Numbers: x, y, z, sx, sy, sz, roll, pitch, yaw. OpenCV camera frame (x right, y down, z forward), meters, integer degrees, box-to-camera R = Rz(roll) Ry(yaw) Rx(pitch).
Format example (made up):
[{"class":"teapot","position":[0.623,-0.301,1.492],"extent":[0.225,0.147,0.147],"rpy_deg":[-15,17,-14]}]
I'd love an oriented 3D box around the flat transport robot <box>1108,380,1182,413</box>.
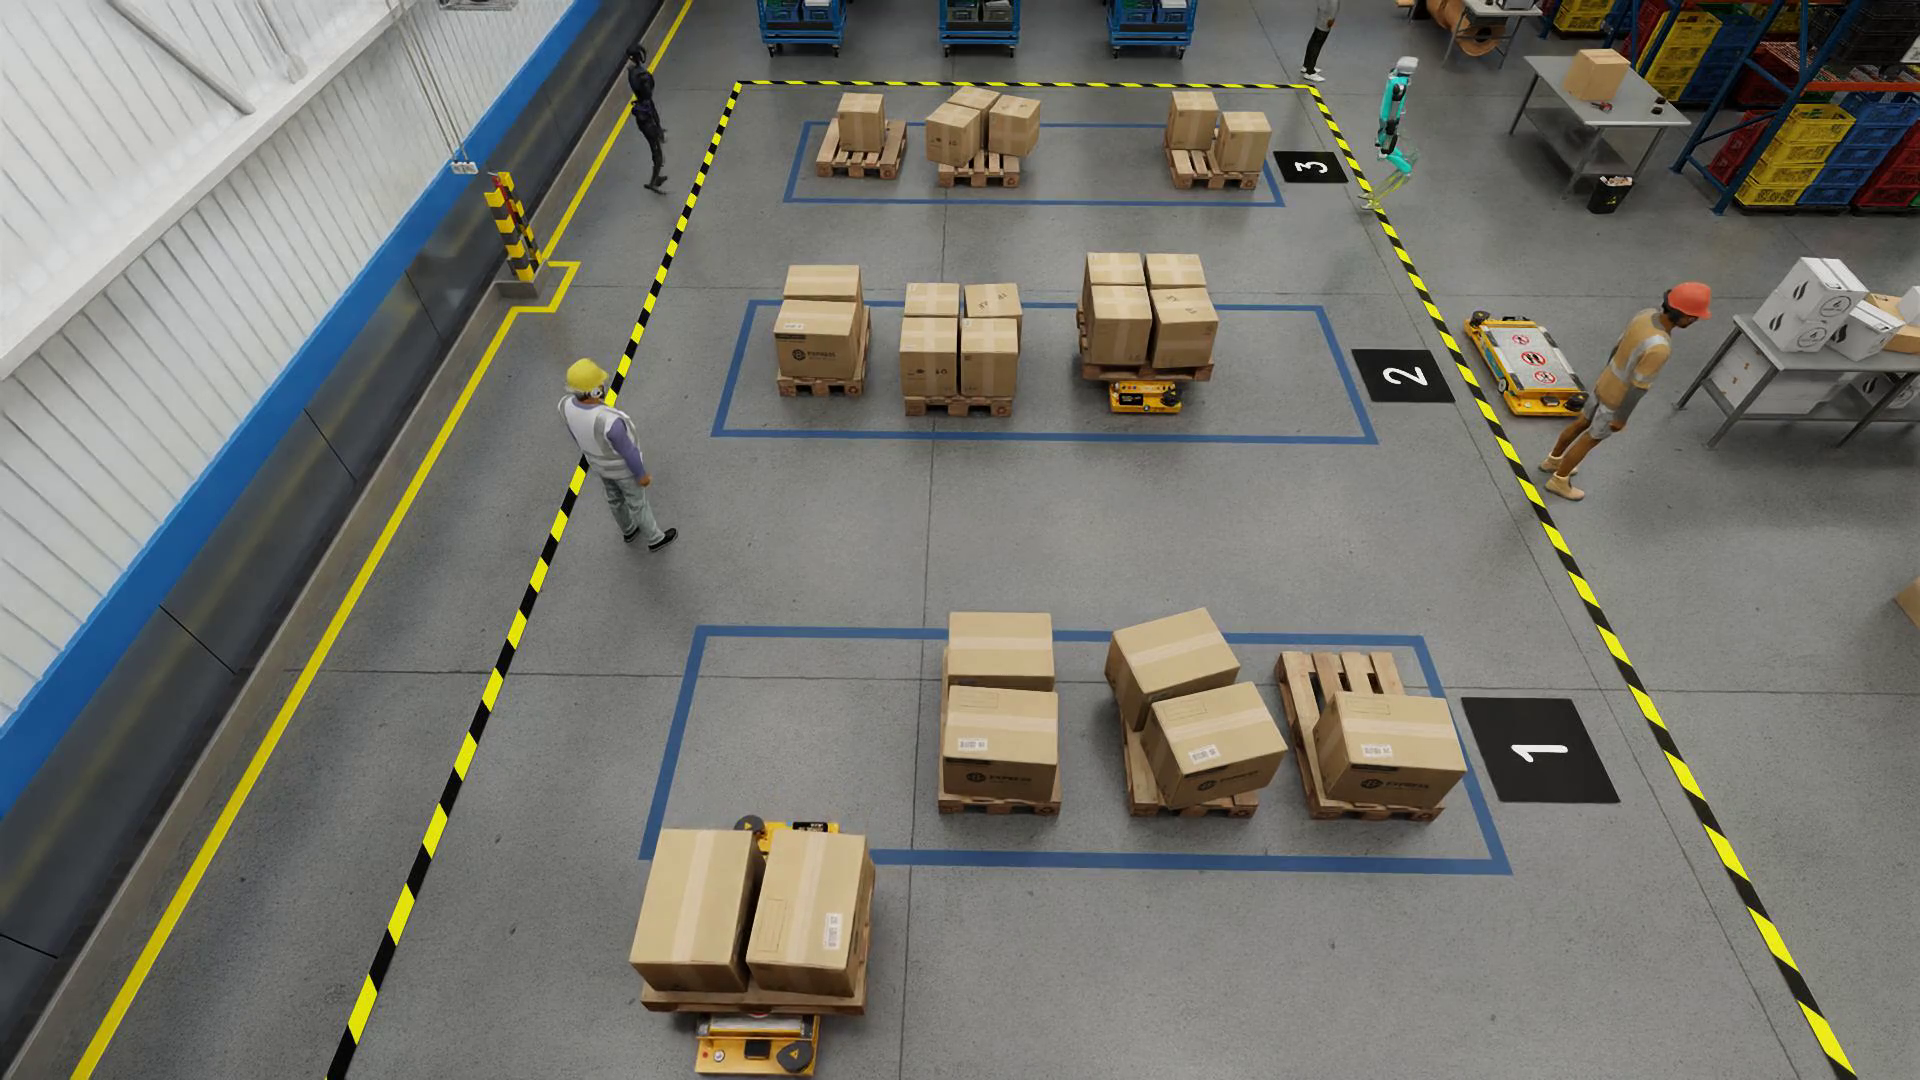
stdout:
[{"class":"flat transport robot","position":[1.773,-1.807,9.079],"extent":[0.652,0.197,1.431],"rpy_deg":[1,49,1]}]

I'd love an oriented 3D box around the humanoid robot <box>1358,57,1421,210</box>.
[{"class":"humanoid robot","position":[5.037,-4.591,10.450],"extent":[0.735,1.672,0.533],"rpy_deg":[9,50,8]}]

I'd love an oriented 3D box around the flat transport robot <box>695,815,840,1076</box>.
[{"class":"flat transport robot","position":[-1.122,2.364,5.469],"extent":[0.652,0.197,1.431],"rpy_deg":[1,49,1]}]

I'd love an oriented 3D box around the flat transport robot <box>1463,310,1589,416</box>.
[{"class":"flat transport robot","position":[5.573,-1.757,9.054],"extent":[0.659,0.231,1.431],"rpy_deg":[1,49,1]}]

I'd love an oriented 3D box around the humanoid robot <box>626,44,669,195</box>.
[{"class":"humanoid robot","position":[-3.779,-5.013,10.944],"extent":[0.466,1.648,0.603],"rpy_deg":[-25,53,-20]}]

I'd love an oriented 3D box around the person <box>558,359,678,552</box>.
[{"class":"person","position":[-2.631,-0.616,7.031],"extent":[0.585,1.834,0.404],"rpy_deg":[22,53,18]}]

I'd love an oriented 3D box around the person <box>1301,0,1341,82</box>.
[{"class":"person","position":[5.253,-7.539,13.011],"extent":[0.365,1.852,0.590],"rpy_deg":[5,49,4]}]

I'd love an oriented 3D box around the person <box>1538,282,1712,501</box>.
[{"class":"person","position":[5.325,-1.182,7.385],"extent":[0.370,2.040,0.615],"rpy_deg":[12,50,10]}]
